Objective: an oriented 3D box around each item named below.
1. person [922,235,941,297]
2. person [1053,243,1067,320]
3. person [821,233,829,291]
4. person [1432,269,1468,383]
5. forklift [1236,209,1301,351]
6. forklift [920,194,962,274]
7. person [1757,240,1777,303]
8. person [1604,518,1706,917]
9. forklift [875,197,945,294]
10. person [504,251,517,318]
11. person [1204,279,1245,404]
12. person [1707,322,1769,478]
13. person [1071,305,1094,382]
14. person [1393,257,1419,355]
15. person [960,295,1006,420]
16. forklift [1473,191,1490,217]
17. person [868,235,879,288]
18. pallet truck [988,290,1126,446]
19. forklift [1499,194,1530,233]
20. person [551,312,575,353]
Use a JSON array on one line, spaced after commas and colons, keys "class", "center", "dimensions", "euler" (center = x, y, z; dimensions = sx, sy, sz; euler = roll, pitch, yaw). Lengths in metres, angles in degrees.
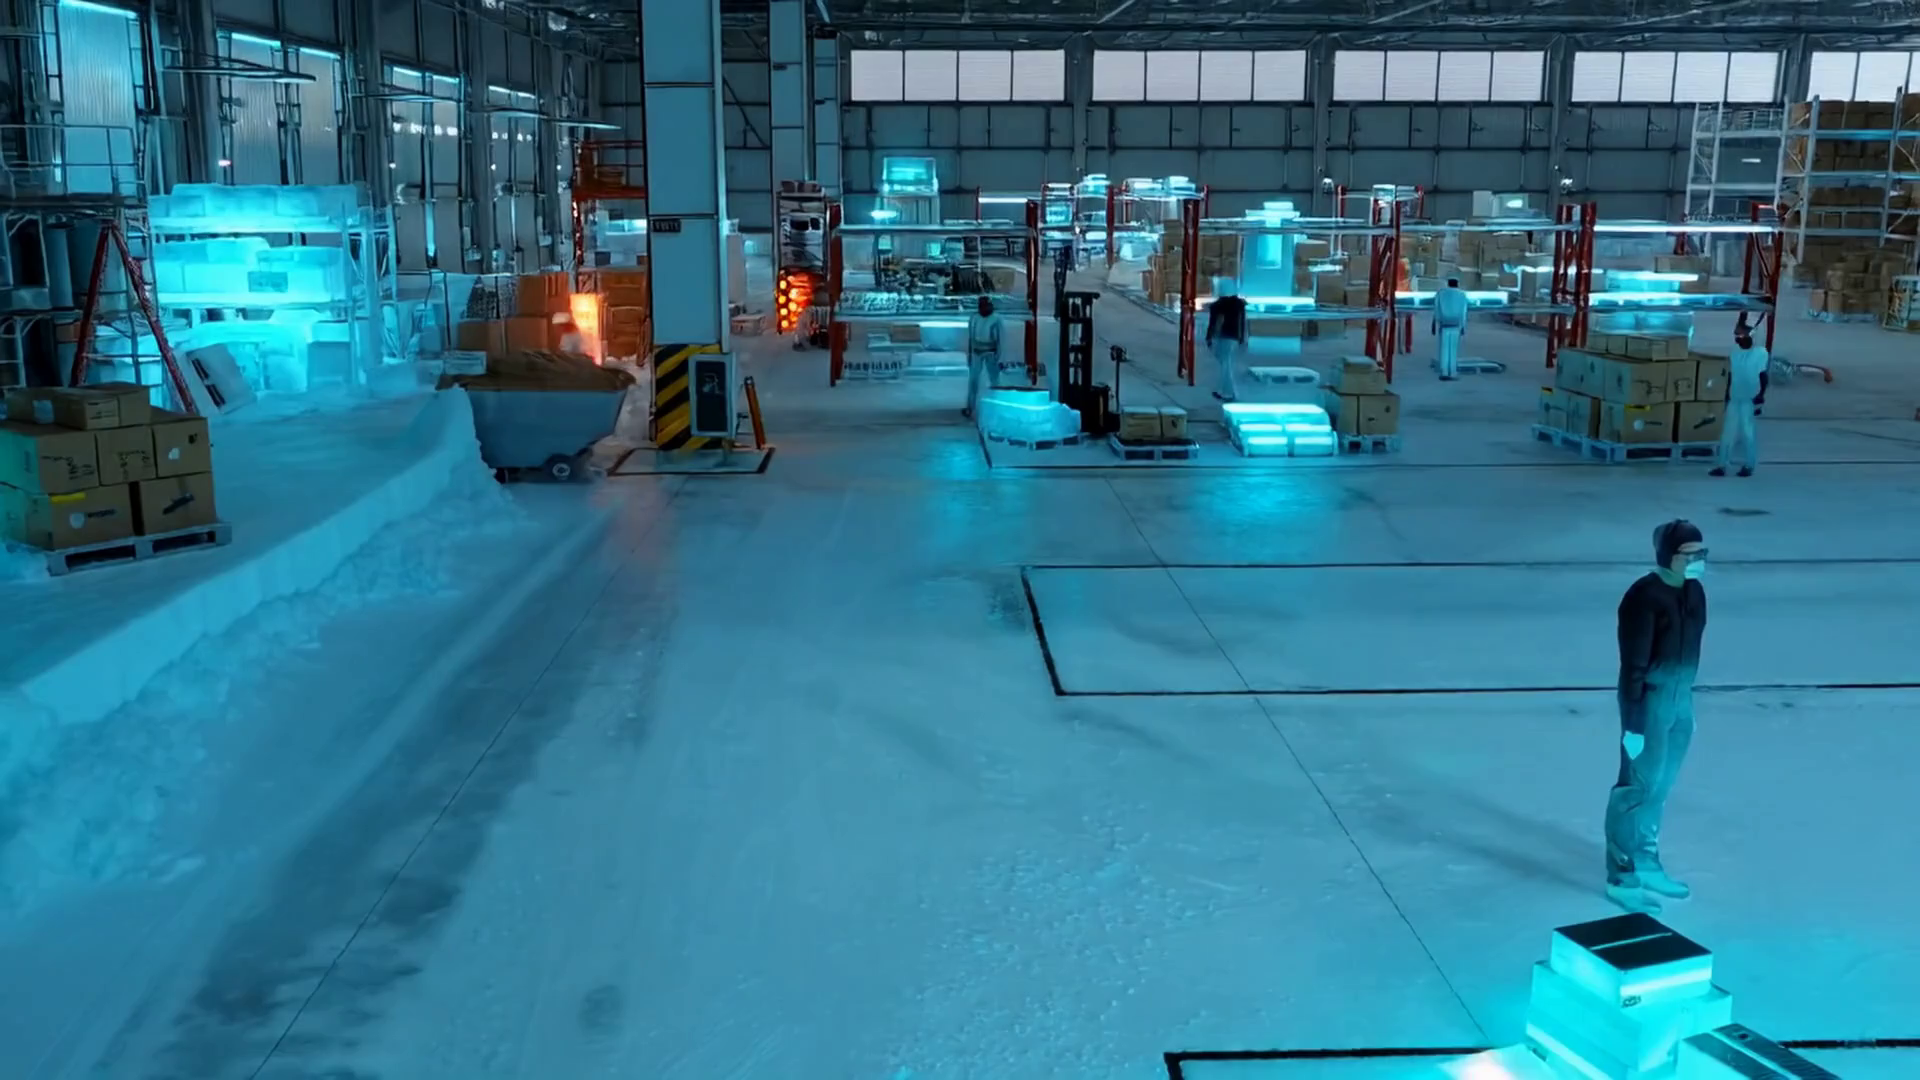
[{"class": "person", "center": [-0.807, -7.888, 47.595], "dimensions": [0.561, 1.879, 1.036], "euler": [8, 15, 31]}, {"class": "person", "center": [2.448, -6.257, 40.328], "dimensions": [0.351, 1.847, 0.507], "euler": [5, 13, 20]}, {"class": "person", "center": [-3.537, -7.249, 44.593], "dimensions": [0.361, 1.939, 0.543], "euler": [-6, 14, -27]}, {"class": "person", "center": [8.355, -3.645, 28.352], "dimensions": [0.594, 1.922, 0.386], "euler": [9, 15, 35]}, {"class": "forklift", "center": [6.186, -5.257, 33.458], "dimensions": [1.129, 2.768, 1.873], "euler": [0, 12, -2]}, {"class": "forklift", "center": [-0.946, -9.832, 54.110], "dimensions": [1.873, 2.768, 1.129], "euler": [-7, 14, -28]}, {"class": "person", "center": [20.735, -6.762, 42.654], "dimensions": [0.504, 1.829, 0.649], "euler": [9, 15, 34]}, {"class": "person", "center": [3.388, 0.842, 8.065], "dimensions": [0.636, 1.939, 0.365], "euler": [-11, 17, -42]}, {"class": "forklift", "center": [-1.451, -8.633, 48.698], "dimensions": [1.873, 2.768, 1.129], "euler": [2, 13, 11]}, {"class": "person", "center": [-11.020, -6.251, 40.789], "dimensions": [0.314, 1.634, 0.515], "euler": [-9, 15, -34]}, {"class": "person", "center": [4.072, -3.105, 25.944], "dimensions": [0.650, 1.905, 0.899], "euler": [-6, 14, -27]}, {"class": "person", "center": [9.063, -1.605, 19.338], "dimensions": [0.801, 1.834, 0.529], "euler": [-10, 16, -39]}, {"class": "person", "center": [1.773, -2.575, 24.064], "dimensions": [0.322, 1.690, 0.533], "euler": [-1, 13, -3]}, {"class": "person", "center": [8.728, -4.588, 32.624], "dimensions": [0.394, 1.920, 0.587], "euler": [-7, 14, -28]}, {"class": "person", "center": [0.342, -2.643, 24.125], "dimensions": [0.658, 1.788, 0.962], "euler": [6, 14, 25]}, {"class": "forklift", "center": [19.639, -11.771, 62.867], "dimensions": [1.873, 2.768, 1.129], "euler": [0, 12, -2]}, {"class": "person", "center": [-2.657, -8.687, 51.226], "dimensions": [0.340, 1.879, 0.578], "euler": [-3, 13, -13]}, {"class": "pallet truck", "center": [1.257, -2.299, 22.111], "dimensions": [1.885, 1.965, 0.823], "euler": [-9, 15, -35]}, {"class": "forklift", "center": [18.441, -10.166, 55.622], "dimensions": [1.129, 2.768, 1.873], "euler": [0, 12, -2]}, {"class": "person", "center": [-5.179, -2.181, 22.191], "dimensions": [0.559, 1.729, 0.483], "euler": [-2, 13, -9]}]
